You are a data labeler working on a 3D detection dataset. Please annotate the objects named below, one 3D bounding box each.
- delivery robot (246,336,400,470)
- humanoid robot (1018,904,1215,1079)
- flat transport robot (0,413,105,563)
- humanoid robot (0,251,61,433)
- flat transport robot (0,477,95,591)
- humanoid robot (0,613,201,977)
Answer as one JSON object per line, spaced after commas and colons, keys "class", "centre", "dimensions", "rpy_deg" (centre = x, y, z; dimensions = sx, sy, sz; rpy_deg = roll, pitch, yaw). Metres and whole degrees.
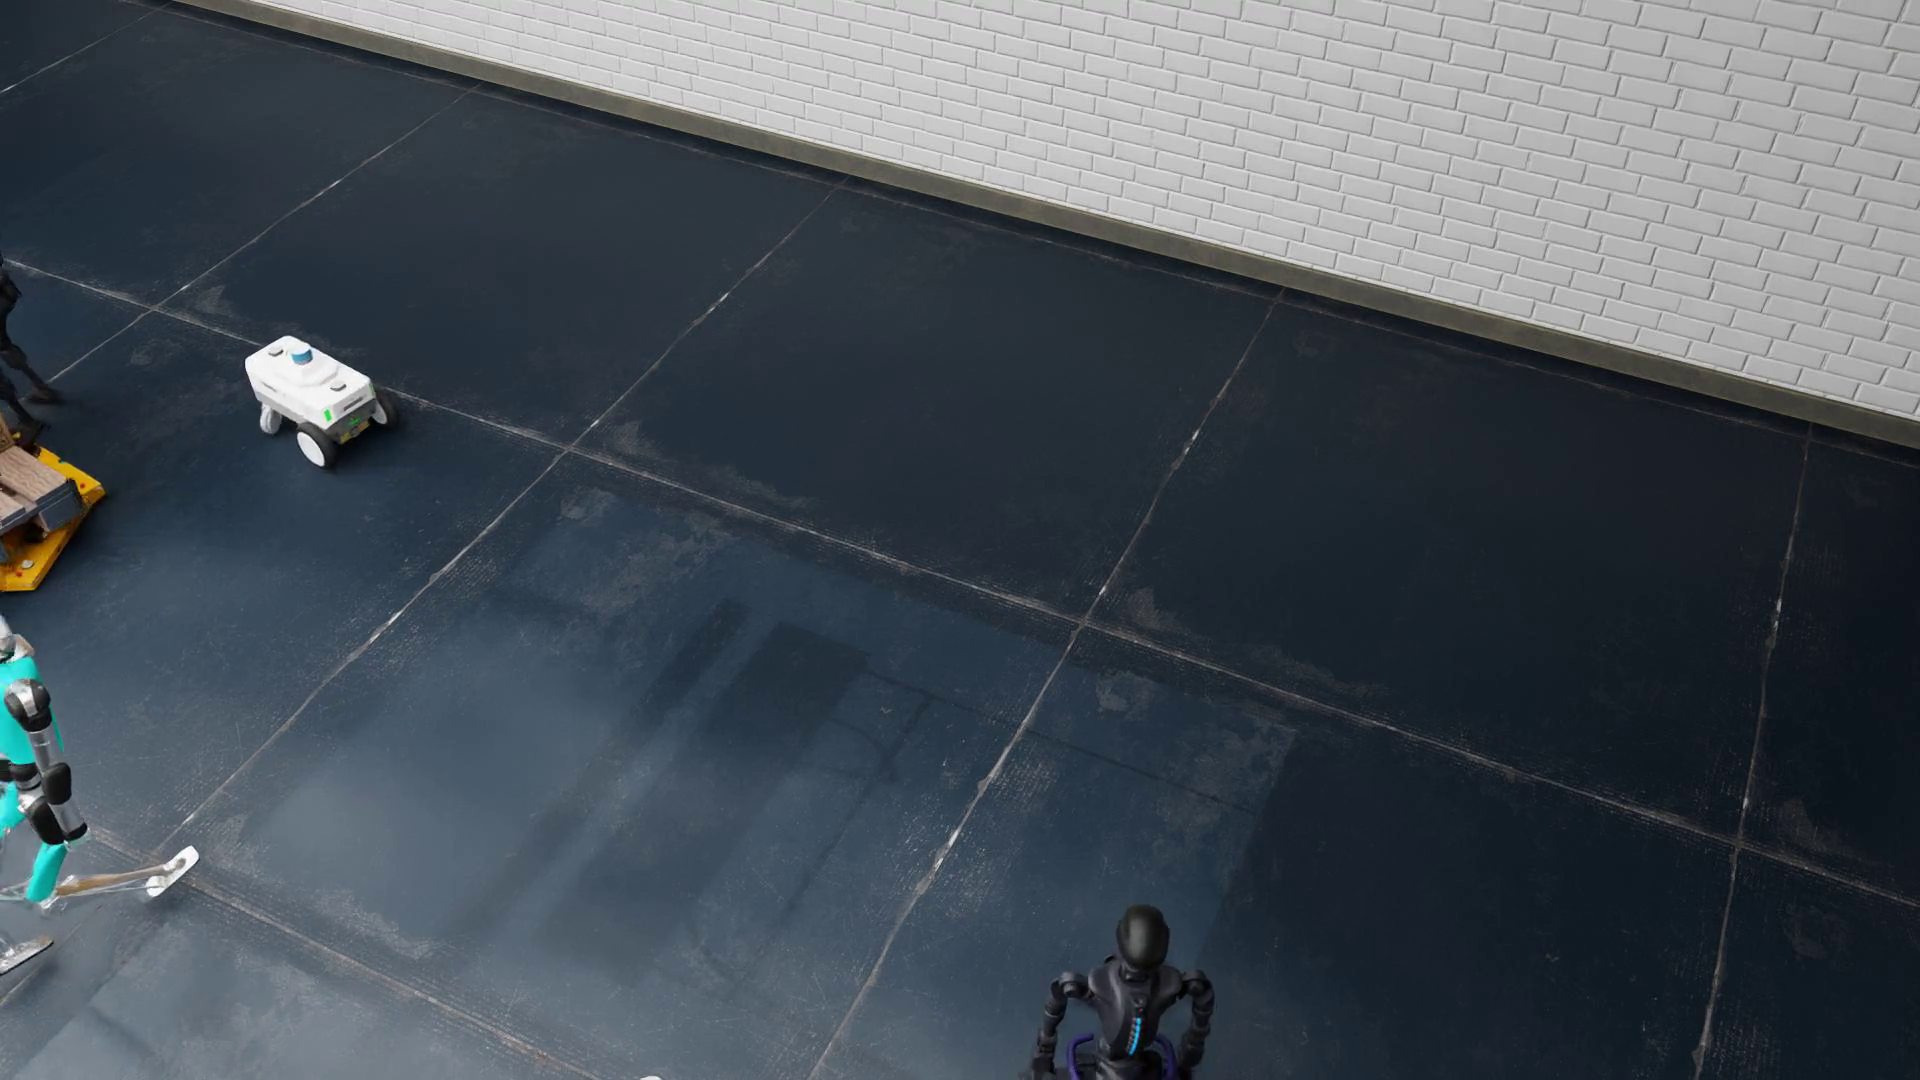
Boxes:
{"class": "delivery robot", "centre": [-3.448, -0.776, 8.877], "dimensions": [0.741, 0.587, 0.525], "rpy_deg": [26, 49, 26]}
{"class": "humanoid robot", "centre": [0.488, 1.737, 5.348], "dimensions": [0.594, 1.649, 0.374], "rpy_deg": [-2, 43, -3]}
{"class": "flat transport robot", "centre": [-5.102, -0.021, 8.278], "dimensions": [0.659, 0.231, 1.431], "rpy_deg": [25, 48, 25]}
{"class": "humanoid robot", "centre": [-5.111, -1.252, 8.567], "dimensions": [0.335, 1.655, 0.607], "rpy_deg": [9, 44, 10]}
{"class": "flat transport robot", "centre": [-5.188, -0.056, 8.316], "dimensions": [1.431, 0.231, 0.659], "rpy_deg": [3, 43, 3]}
{"class": "humanoid robot", "centre": [-3.530, 1.033, 6.089], "dimensions": [0.556, 1.745, 1.064], "rpy_deg": [31, 51, 29]}
